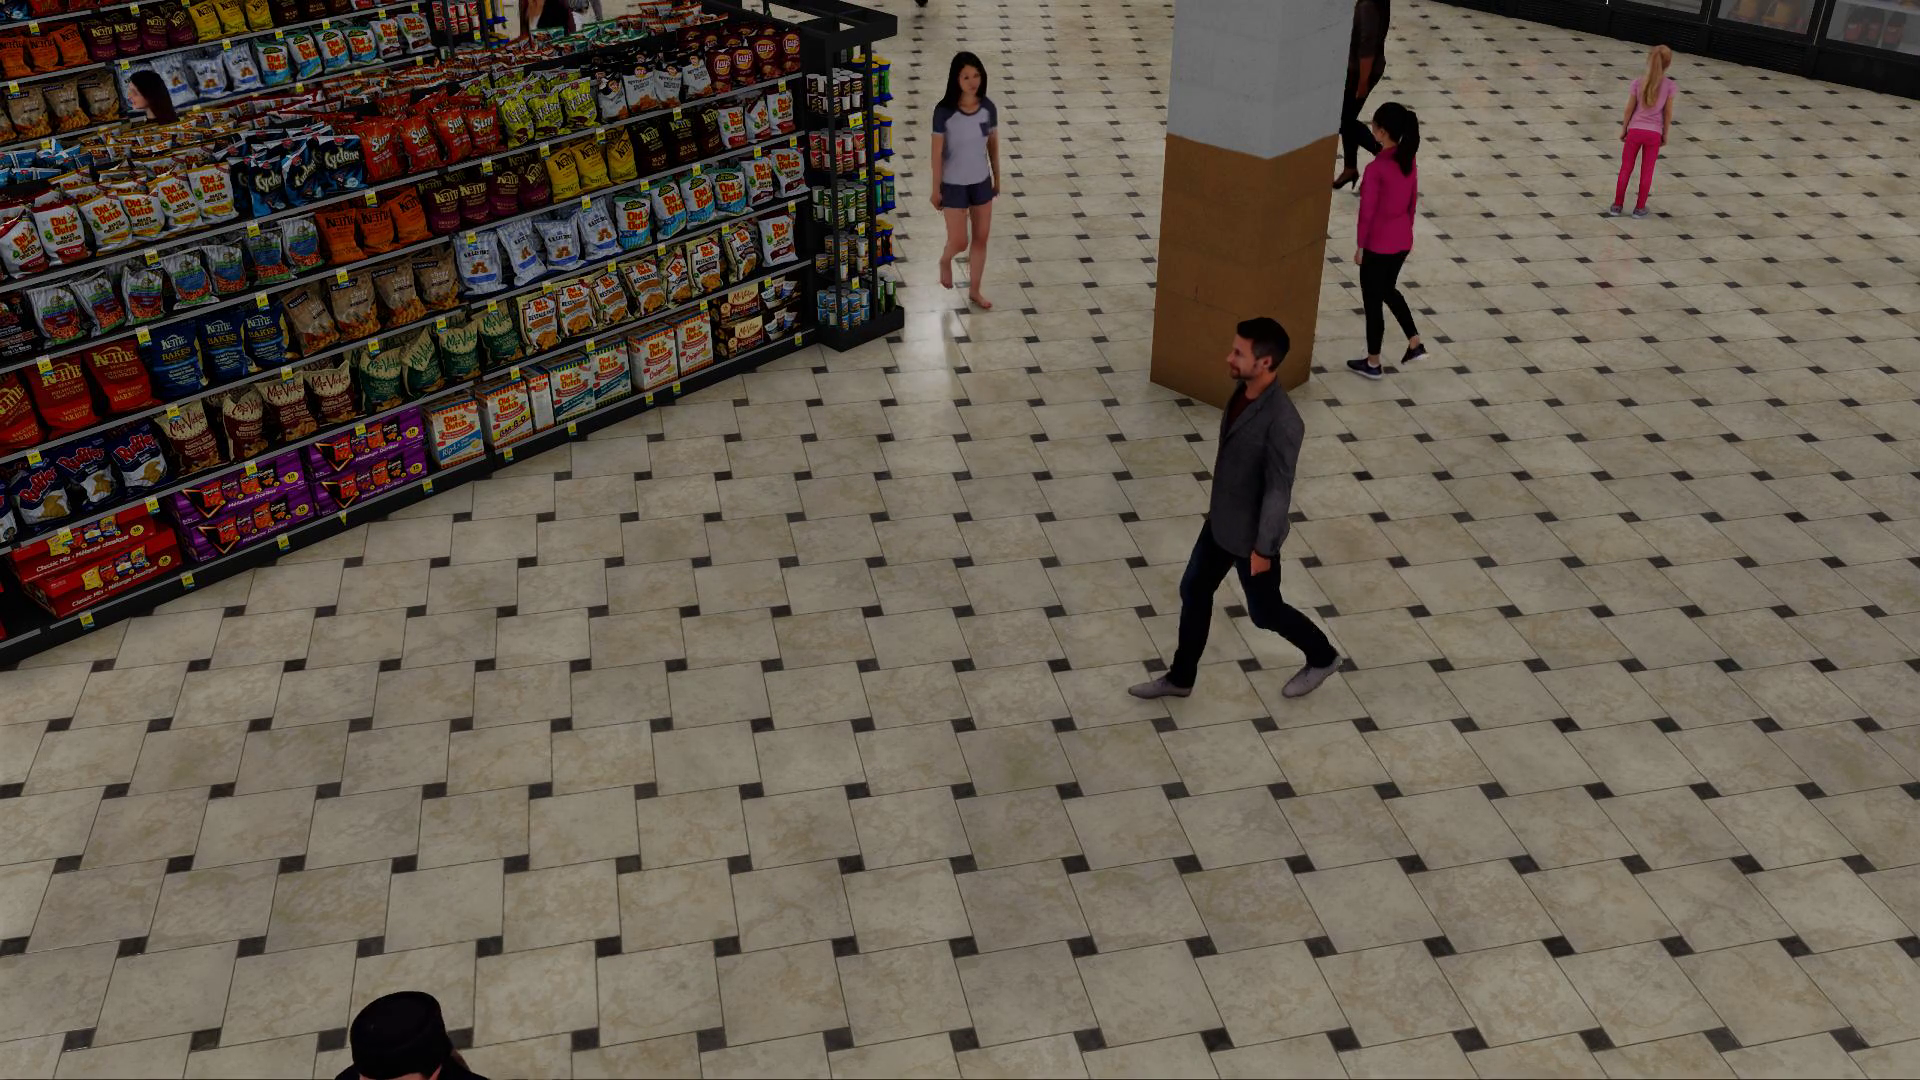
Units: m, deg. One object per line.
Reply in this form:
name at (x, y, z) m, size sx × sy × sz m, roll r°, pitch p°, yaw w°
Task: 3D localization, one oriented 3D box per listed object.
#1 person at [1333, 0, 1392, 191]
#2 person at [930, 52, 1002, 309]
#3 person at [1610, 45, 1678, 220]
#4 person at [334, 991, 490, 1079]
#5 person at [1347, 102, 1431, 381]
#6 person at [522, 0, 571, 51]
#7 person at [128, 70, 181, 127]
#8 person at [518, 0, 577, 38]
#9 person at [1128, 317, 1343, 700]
person at (3.099, -3.444, 12.430) m, size 0.937 × 1.823 × 0.926 m, roll 10°, pitch 33°, yaw 16°
person at (-0.005, -2.324, 10.751) m, size 0.713 × 1.694 × 0.807 m, roll -19°, pitch 36°, yaw -27°
person at (5.045, -3.009, 12.249) m, size 0.549 × 1.275 × 0.589 m, roll 15°, pitch 35°, yaw 22°
person at (-1.234, 1.746, 4.270) m, size 1.045 × 1.630 × 1.182 m, roll 7°, pitch 33°, yaw 11°
person at (2.559, -1.688, 9.738) m, size 0.685 × 1.685 × 0.661 m, roll -23°, pitch 39°, yaw -32°
person at (-3.052, -3.585, 12.843) m, size 0.881 × 1.626 × 1.145 m, roll 11°, pitch 34°, yaw 18°
person at (-4.922, -2.204, 10.634) m, size 1.085 × 1.615 × 0.743 m, roll -20°, pitch 37°, yaw -28°
person at (-3.328, -3.936, 13.369) m, size 1.032 × 1.665 × 0.745 m, roll -21°, pitch 38°, yaw -30°
person at (1.289, -0.065, 6.986) m, size 1.300 × 1.837 × 1.095 m, roll -8°, pitch 33°, yaw -13°
